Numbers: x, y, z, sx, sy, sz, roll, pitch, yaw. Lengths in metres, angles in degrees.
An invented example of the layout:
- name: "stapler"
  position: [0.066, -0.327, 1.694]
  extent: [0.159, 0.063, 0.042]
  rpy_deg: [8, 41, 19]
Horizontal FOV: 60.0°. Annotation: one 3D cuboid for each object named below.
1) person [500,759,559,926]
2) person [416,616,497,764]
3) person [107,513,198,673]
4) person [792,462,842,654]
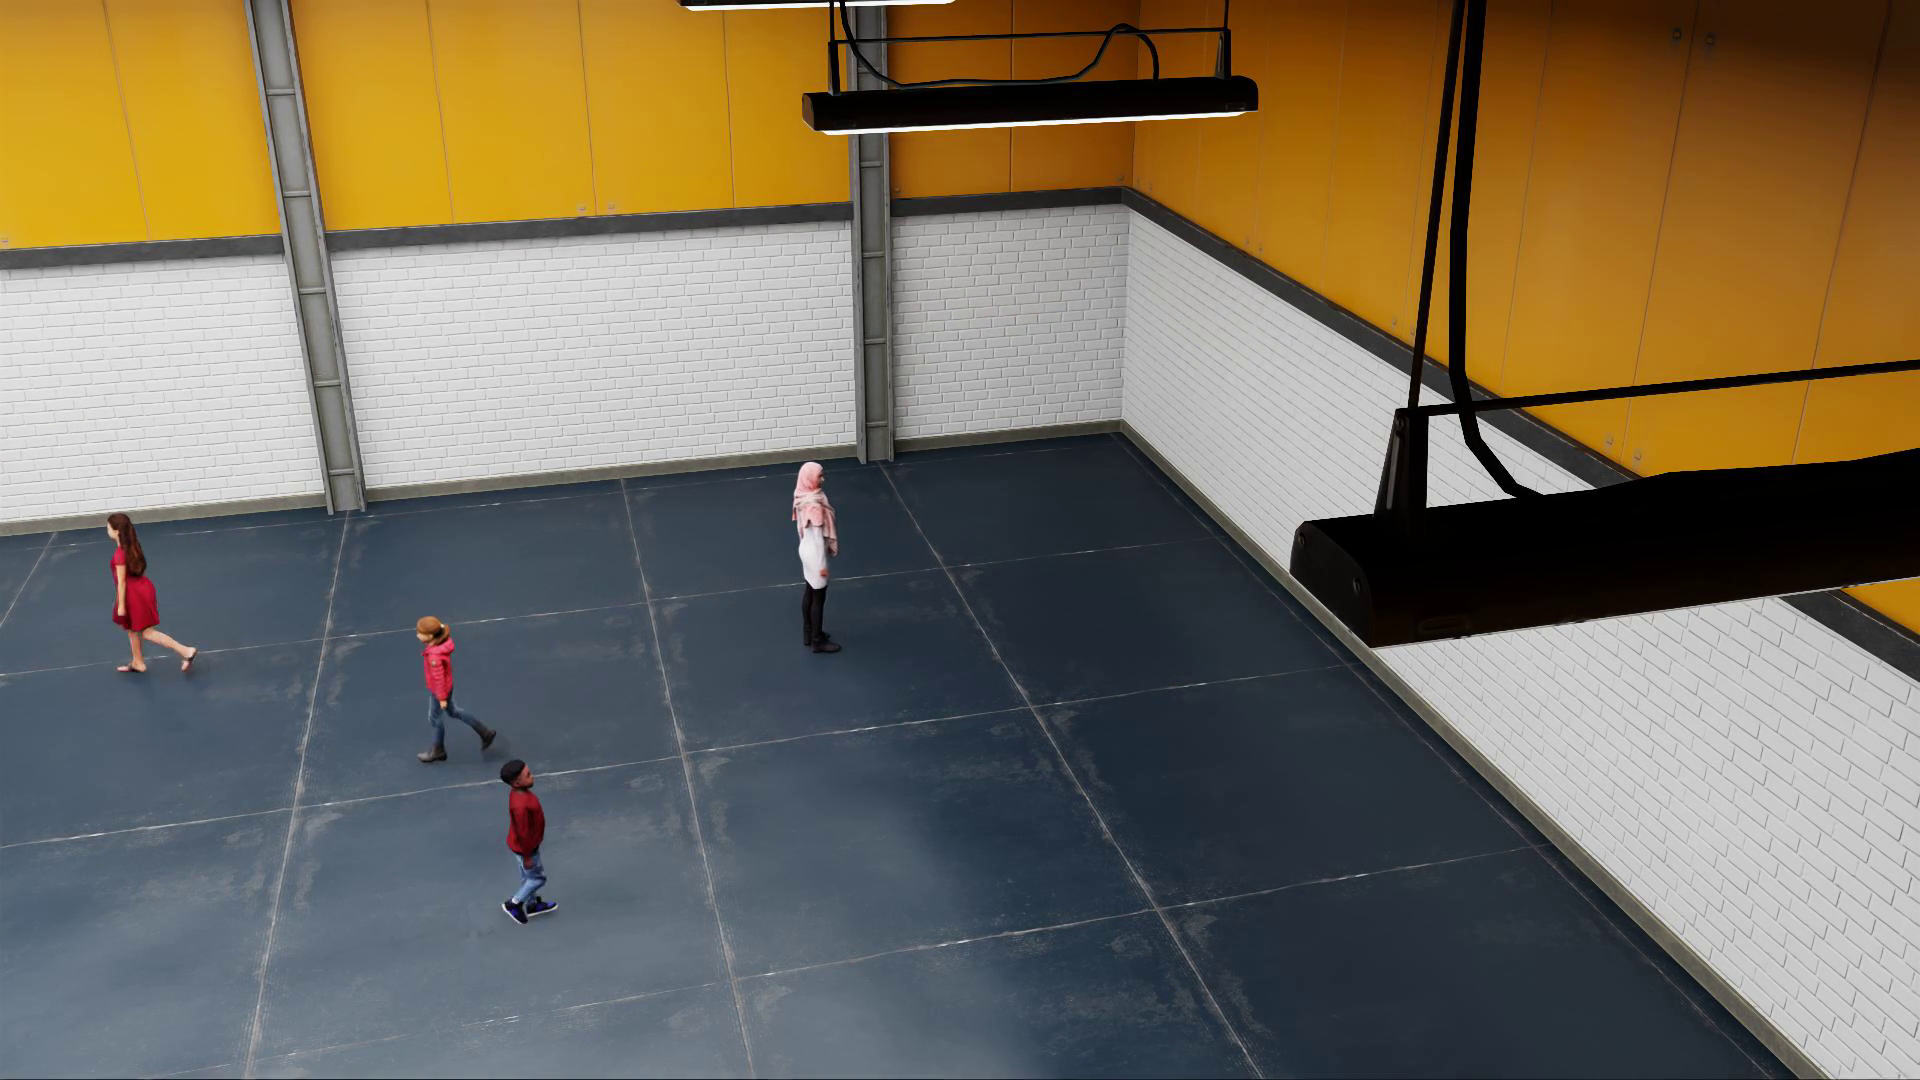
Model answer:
- name: "person"
  position: [-3.030, 2.072, 11.370]
  extent: [0.578, 1.250, 0.508]
  rpy_deg: [-7, 24, -15]
- name: "person"
  position: [-4.080, 1.192, 13.328]
  extent: [0.890, 1.295, 0.601]
  rpy_deg: [-2, 24, -4]
- name: "person"
  position: [-7.167, 0.501, 14.613]
  extent: [0.993, 1.531, 0.623]
  rpy_deg: [-3, 24, -6]
- name: "person"
  position: [-1.324, 0.153, 15.069]
  extent: [0.617, 1.803, 0.651]
  rpy_deg: [-10, 25, -21]
